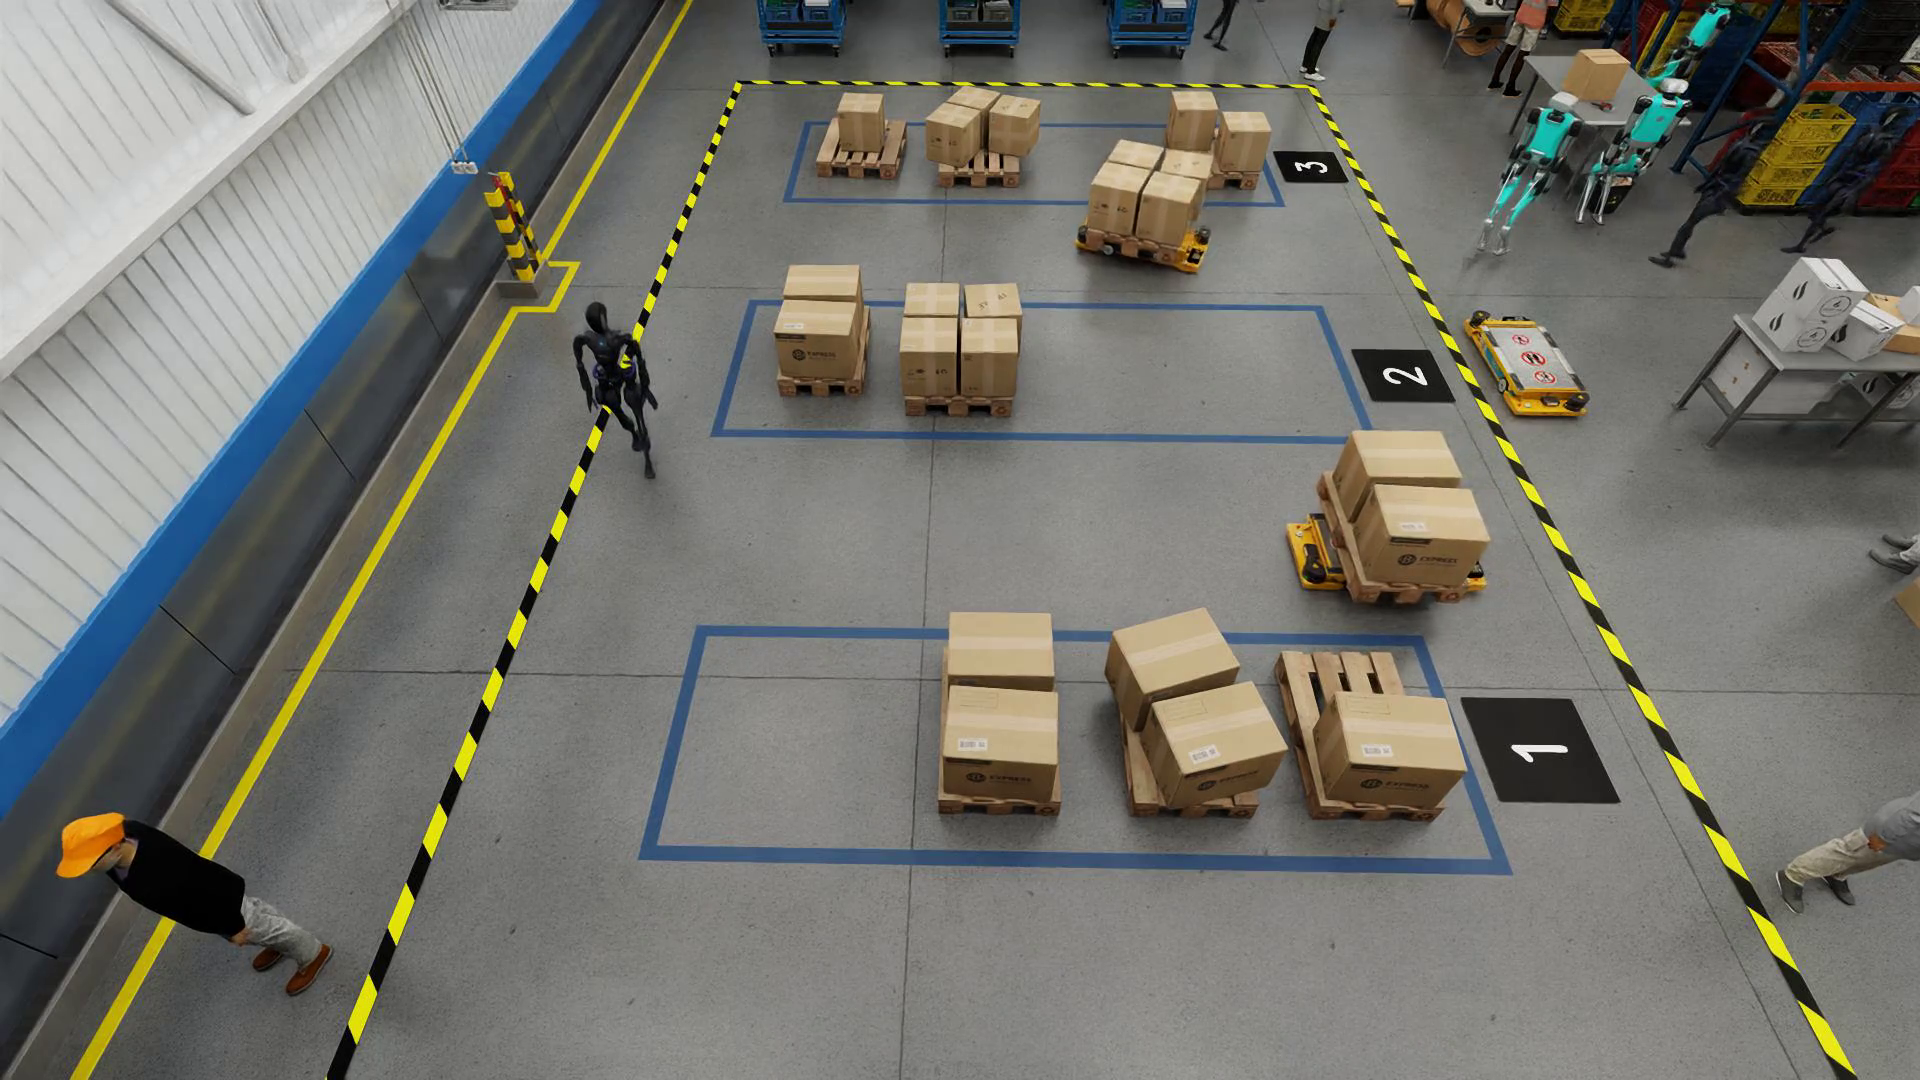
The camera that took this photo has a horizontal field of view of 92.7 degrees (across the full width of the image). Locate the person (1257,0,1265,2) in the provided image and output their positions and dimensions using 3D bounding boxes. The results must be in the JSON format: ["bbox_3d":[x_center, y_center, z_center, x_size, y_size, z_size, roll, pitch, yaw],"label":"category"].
[{"bbox_3d":[5.054,-9.939,15.033,0.630,1.940,0.373,20,52,17],"label":"person"}]

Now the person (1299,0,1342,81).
[{"bbox_3d":[5.275,-7.553,13.024,0.388,1.849,0.597,0,49,0],"label":"person"}]

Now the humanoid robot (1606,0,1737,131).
[{"bbox_3d":[9.076,-6.170,11.933,0.985,1.776,0.538,3,49,3],"label":"humanoid robot"}]

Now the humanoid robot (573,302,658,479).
[{"bbox_3d":[-2.883,-1.253,7.708,0.589,1.625,0.758,-7,50,-6],"label":"humanoid robot"}]

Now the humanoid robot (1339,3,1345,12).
[{"bbox_3d":[6.385,-9.439,14.771,0.437,1.645,0.603,-6,49,-5],"label":"humanoid robot"}]

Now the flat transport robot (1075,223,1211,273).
[{"bbox_3d":[2.106,-3.465,10.514,1.431,0.197,0.652,18,51,15],"label":"flat transport robot"}]

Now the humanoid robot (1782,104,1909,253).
[{"bbox_3d":[9.744,-3.881,9.969,0.482,1.640,0.589,2,49,2],"label":"humanoid robot"}]

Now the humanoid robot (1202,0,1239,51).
[{"bbox_3d":[4.044,-8.305,13.790,0.474,1.639,0.589,7,49,6],"label":"humanoid robot"}]

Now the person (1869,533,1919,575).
[{"bbox_3d":[7.750,-0.479,6.846,0.602,1.939,0.410,-32,56,-25],"label":"person"}]

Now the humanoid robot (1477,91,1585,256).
[{"bbox_3d":[5.981,-3.818,9.778,0.735,1.677,0.533,-37,58,-27],"label":"humanoid robot"}]

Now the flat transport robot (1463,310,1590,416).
[{"bbox_3d":[5.573,-1.757,9.054,0.659,0.231,1.431,1,49,1],"label":"flat transport robot"}]

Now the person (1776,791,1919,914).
[{"bbox_3d":[5.376,1.615,5.142,0.574,1.768,0.400,-5,49,-5],"label":"person"}]

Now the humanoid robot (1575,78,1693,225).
[{"bbox_3d":[7.474,-4.396,10.278,0.533,1.677,0.735,8,50,7],"label":"humanoid robot"}]

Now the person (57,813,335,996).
[{"bbox_3d":[-3.967,1.907,4.814,0.590,1.883,0.351,23,53,19],"label":"person"}]

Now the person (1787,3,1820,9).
[{"bbox_3d":[14.138,-9.522,14.735,0.431,1.845,0.619,-24,53,-19],"label":"person"}]

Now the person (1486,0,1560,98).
[{"bbox_3d":[7.856,-7.143,12.594,0.368,1.965,0.601,-19,52,-16],"label":"person"}]

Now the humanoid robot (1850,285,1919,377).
[{"bbox_3d":[8.935,-2.054,8.250,0.735,1.677,0.533,-6,49,-5],"label":"humanoid robot"}]

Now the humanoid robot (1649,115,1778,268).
[{"bbox_3d":[8.077,-3.765,9.856,0.423,1.643,0.598,16,51,13],"label":"humanoid robot"}]

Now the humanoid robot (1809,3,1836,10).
[{"bbox_3d":[13.283,-8.442,13.912,0.590,1.633,0.426,32,56,24],"label":"humanoid robot"}]

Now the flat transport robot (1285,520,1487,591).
[{"bbox_3d":[3.448,0.091,7.436,1.431,0.197,0.652,1,49,0],"label":"flat transport robot"}]

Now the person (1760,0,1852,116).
[{"bbox_3d":[11.091,-6.190,11.861,0.535,1.808,0.605,-26,54,-21],"label":"person"}]
